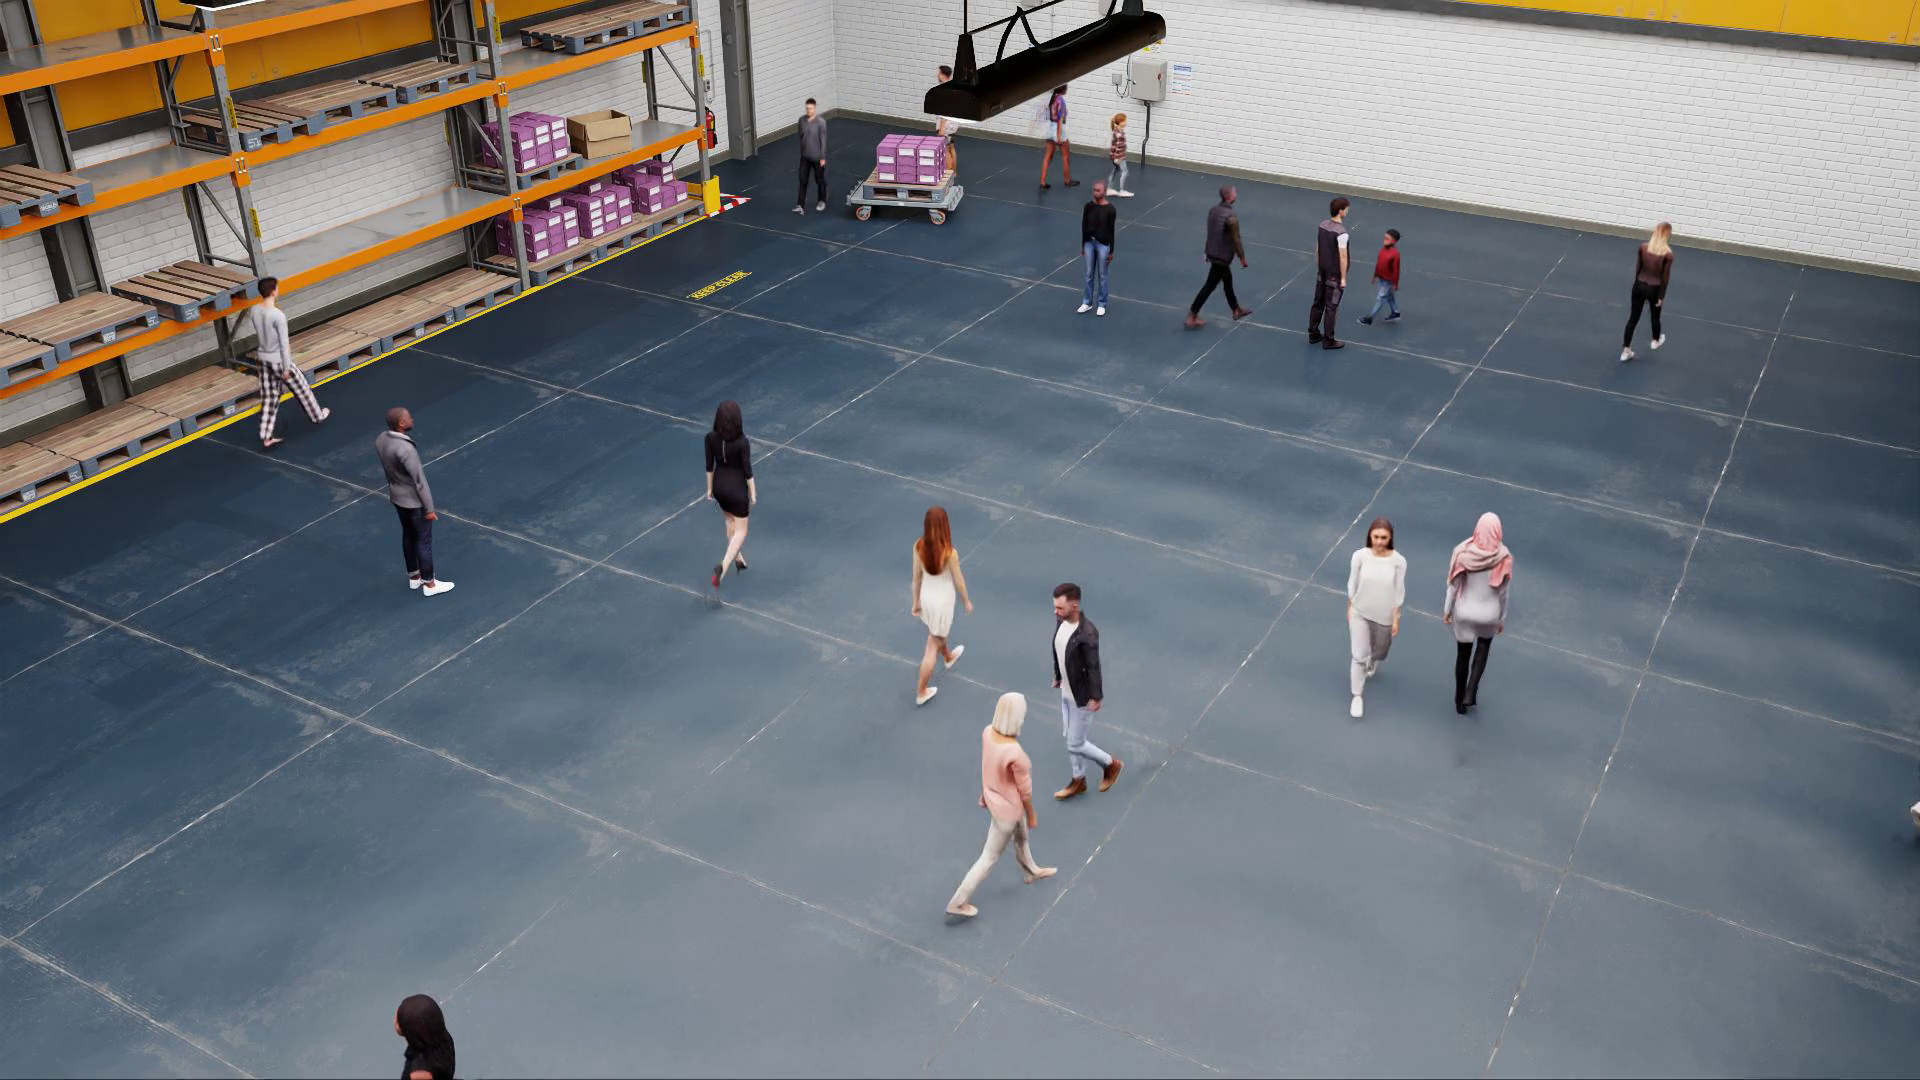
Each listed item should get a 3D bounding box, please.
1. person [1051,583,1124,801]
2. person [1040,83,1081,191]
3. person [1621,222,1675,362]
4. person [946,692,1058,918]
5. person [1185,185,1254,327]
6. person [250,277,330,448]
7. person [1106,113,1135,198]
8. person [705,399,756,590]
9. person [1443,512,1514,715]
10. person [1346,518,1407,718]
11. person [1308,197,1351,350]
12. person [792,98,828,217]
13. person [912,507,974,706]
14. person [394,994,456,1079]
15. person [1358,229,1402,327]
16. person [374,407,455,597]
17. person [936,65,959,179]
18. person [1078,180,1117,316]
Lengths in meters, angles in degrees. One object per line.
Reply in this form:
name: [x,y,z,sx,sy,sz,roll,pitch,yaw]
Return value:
person: [0.949,1.107,12.264,0.961,1.814,0.901,-14,32,-24]
person: [1.443,-6.281,25.915,1.056,1.711,0.937,-14,31,-23]
person: [8.148,-2.932,19.819,0.766,1.670,1.078,24,37,37]
person: [0.228,1.805,11.123,1.234,1.681,1.003,-15,32,-25]
person: [3.161,-3.484,20.711,1.290,1.785,1.198,-9,30,-15]
person: [-7.346,-1.852,17.706,0.767,1.797,1.210,10,30,18]
person: [2.387,-5.953,25.750,0.754,1.293,0.701,0,29,0]
person: [-2.106,-0.360,14.989,0.721,1.779,1.060,10,30,18]
person: [4.082,0.635,13.146,0.716,1.798,0.717,8,30,15]
person: [3.344,0.563,13.410,0.792,1.672,1.060,7,29,12]
person: [4.499,-3.249,20.214,0.751,1.847,0.736,-14,32,-24]
person: [-2.170,-5.757,24.943,0.816,1.722,1.152,9,30,16]
person: [-0.235,0.565,13.402,0.632,1.676,1.051,20,34,32]
person: [-2.644,3.078,8.740,0.793,1.728,0.717,-3,29,-6]
person: [5.437,-3.299,20.953,0.919,1.228,0.846,-8,30,-14]
person: [-4.941,-0.351,14.937,0.762,1.813,0.675,24,36,36]
person: [-0.202,-6.618,26.426,0.775,1.814,0.567,9,30,16]
person: [1.765,-3.749,21.235,0.605,1.749,0.551,12,31,21]
